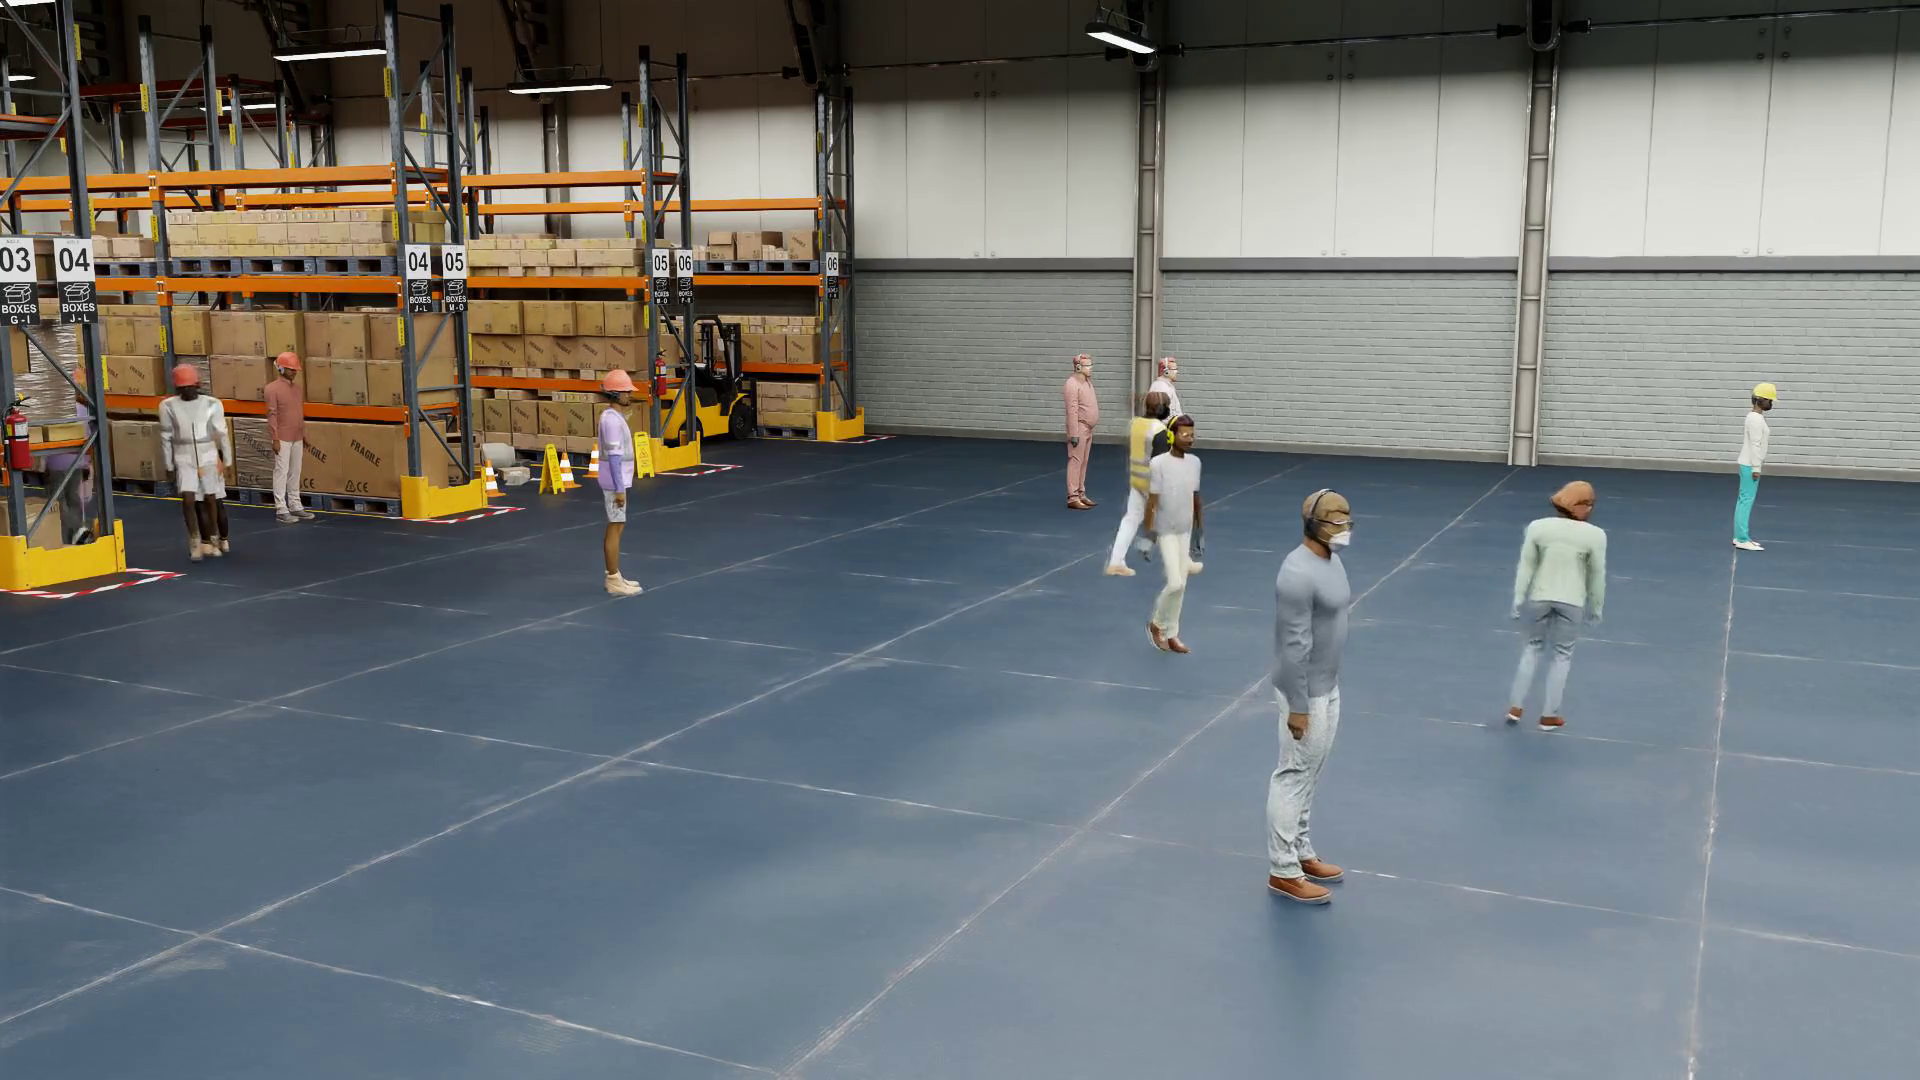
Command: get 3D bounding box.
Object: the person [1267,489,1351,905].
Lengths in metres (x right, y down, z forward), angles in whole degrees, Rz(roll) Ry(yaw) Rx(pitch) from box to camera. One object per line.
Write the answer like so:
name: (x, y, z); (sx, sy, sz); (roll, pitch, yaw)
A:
person: (1.651, 0.716, 7.836); (0.359, 1.936, 0.632); (5, 10, 26)

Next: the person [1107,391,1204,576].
person: (1.856, -0.532, 15.941); (0.963, 1.797, 0.620); (-4, 10, -25)

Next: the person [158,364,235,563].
person: (-7.681, -0.769, 16.761); (0.650, 1.988, 0.860); (-5, 10, -26)

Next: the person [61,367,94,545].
person: (-9.402, -0.872, 17.521); (0.815, 1.970, 0.630); (4, 10, 22)

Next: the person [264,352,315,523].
person: (-7.838, -1.203, 19.442); (0.387, 1.990, 0.610); (2, 10, 14)

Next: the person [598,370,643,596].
person: (-3.090, -0.519, 15.084); (0.383, 2.045, 0.605); (-2, 9, -12)

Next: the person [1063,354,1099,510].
person: (1.507, -1.337, 20.525); (0.407, 1.908, 0.642); (3, 10, 20)

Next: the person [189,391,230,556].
person: (-7.809, -0.687, 17.163); (0.317, 1.698, 0.540); (4, 10, 21)

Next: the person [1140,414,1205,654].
person: (1.648, -0.035, 12.707); (0.562, 1.854, 0.418); (-6, 11, -35)

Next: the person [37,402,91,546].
person: (-9.229, -0.795, 17.170); (0.495, 1.912, 0.603); (4, 10, 25)

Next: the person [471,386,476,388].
person: (-8.108, -2.491, 27.505); (0.644, 1.938, 0.607); (4, 10, 24)

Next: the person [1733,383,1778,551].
person: (8.378, -0.774, 17.521); (0.337, 1.762, 0.525); (4, 10, 22)

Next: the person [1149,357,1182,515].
person: (2.439, -1.210, 19.742); (0.401, 1.910, 0.641); (0, 9, -2)

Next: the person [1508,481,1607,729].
person: (3.861, 0.417, 10.693); (0.523, 1.598, 0.430); (6, 11, 33)
